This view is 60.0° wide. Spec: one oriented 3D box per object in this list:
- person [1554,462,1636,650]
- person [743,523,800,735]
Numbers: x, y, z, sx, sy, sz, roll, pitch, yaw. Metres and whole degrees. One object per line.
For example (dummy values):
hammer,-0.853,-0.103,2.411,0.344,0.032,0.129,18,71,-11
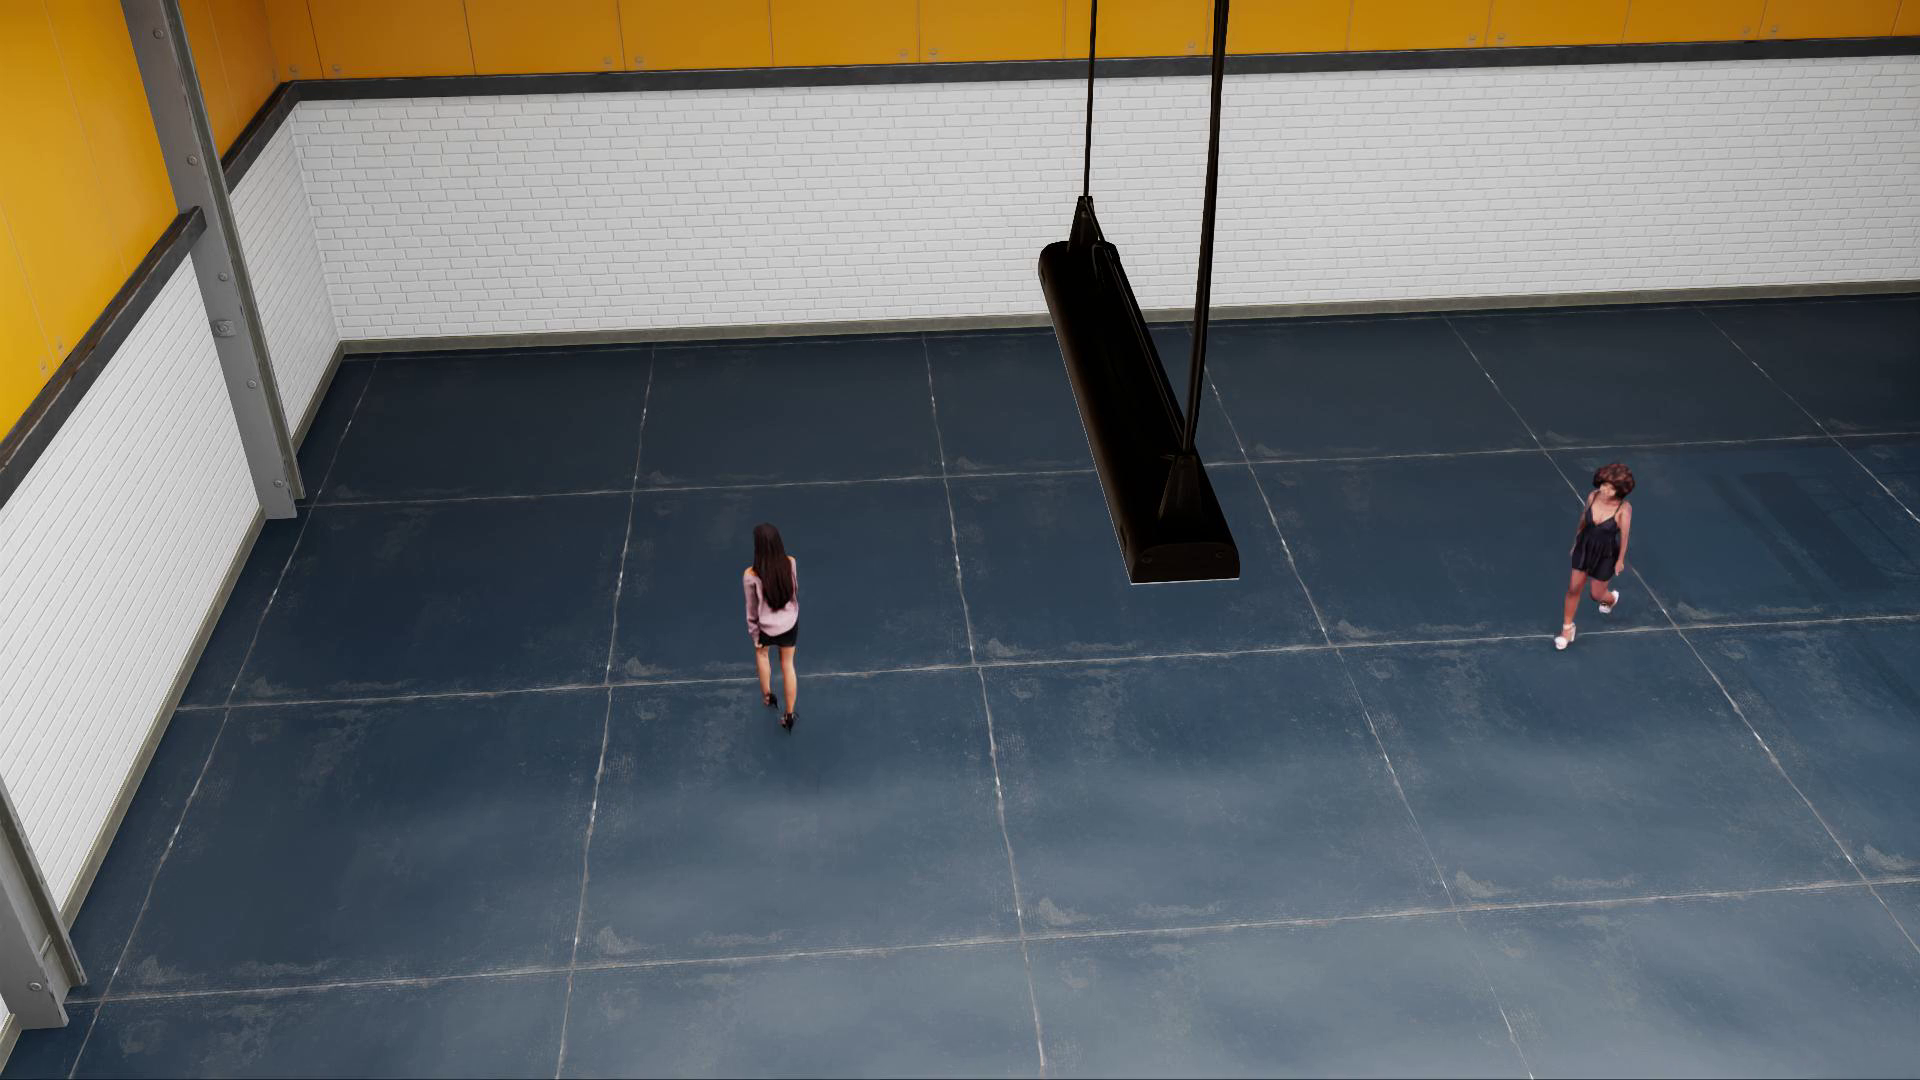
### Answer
person,5.207,0.100,13.503,0.960,1.767,0.933,-26,42,-33
person,-1.345,0.722,12.544,0.739,1.791,0.816,-14,36,-20
